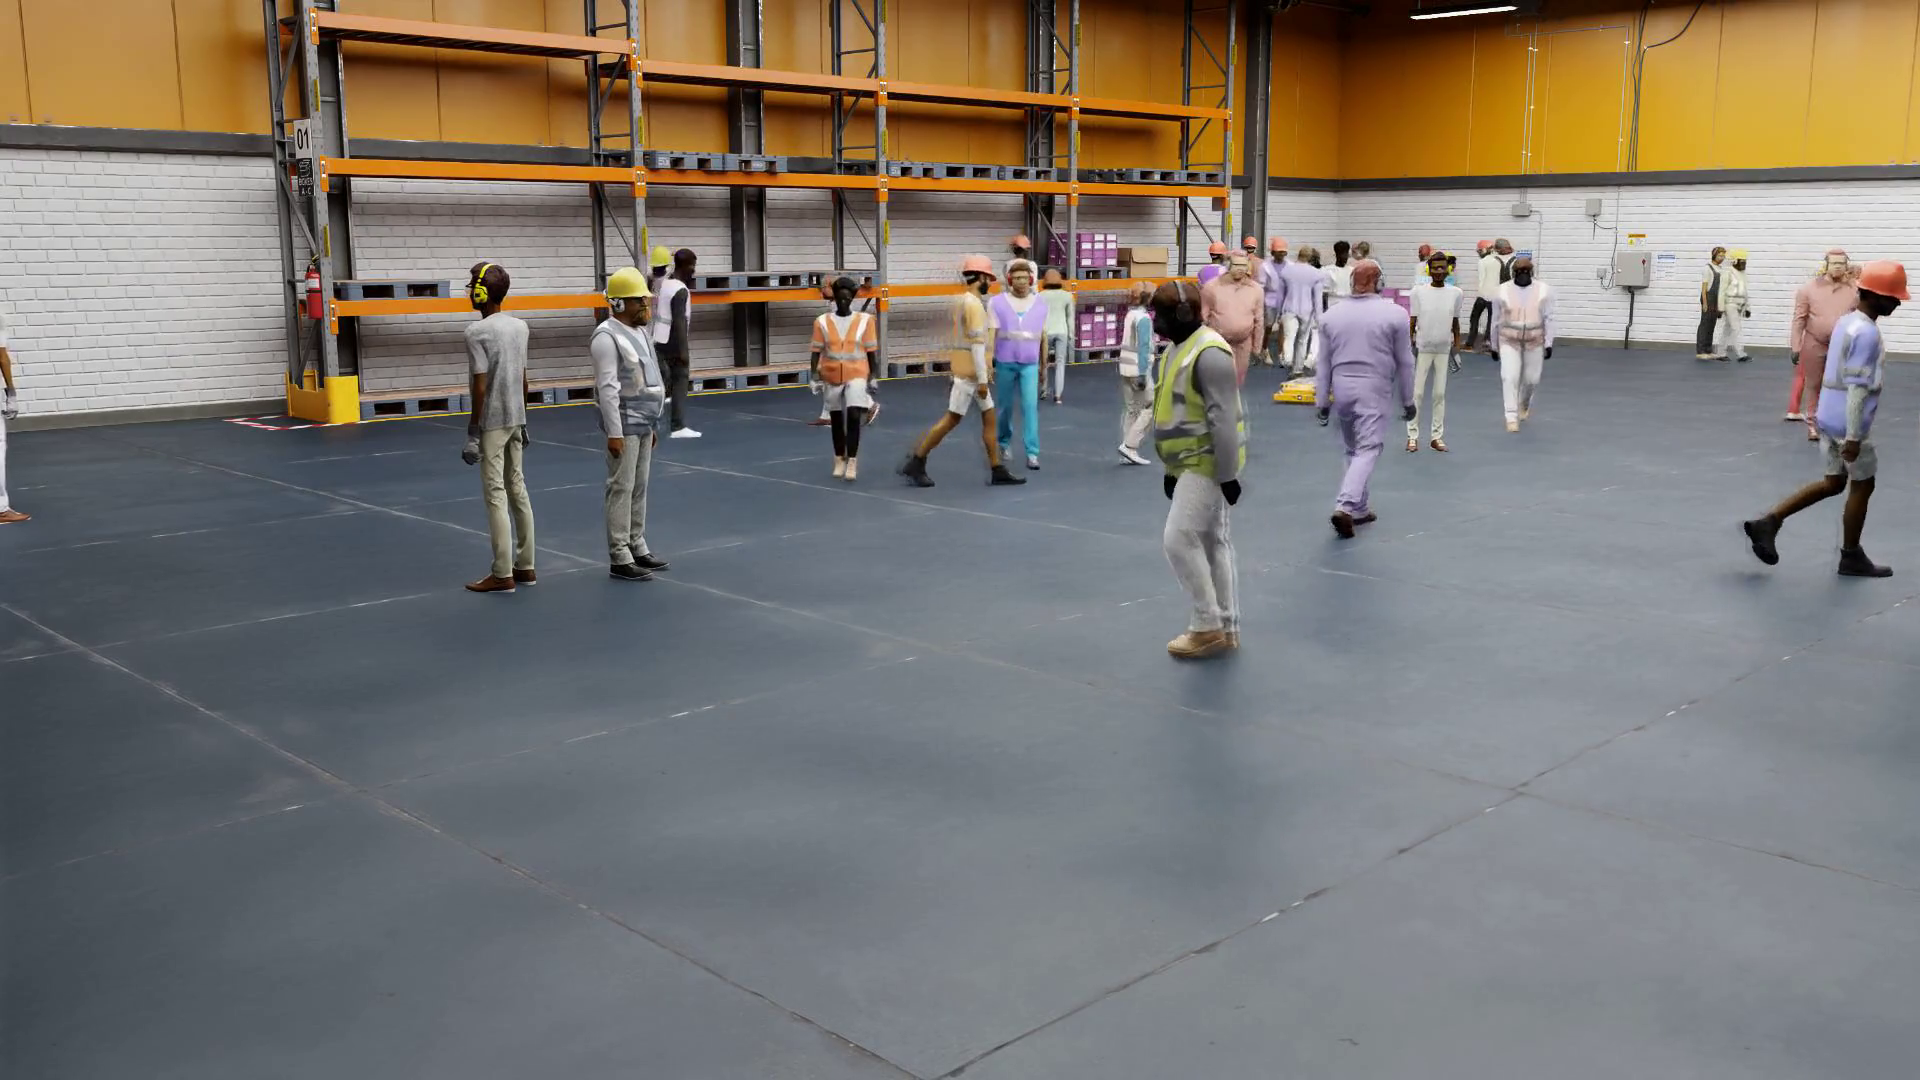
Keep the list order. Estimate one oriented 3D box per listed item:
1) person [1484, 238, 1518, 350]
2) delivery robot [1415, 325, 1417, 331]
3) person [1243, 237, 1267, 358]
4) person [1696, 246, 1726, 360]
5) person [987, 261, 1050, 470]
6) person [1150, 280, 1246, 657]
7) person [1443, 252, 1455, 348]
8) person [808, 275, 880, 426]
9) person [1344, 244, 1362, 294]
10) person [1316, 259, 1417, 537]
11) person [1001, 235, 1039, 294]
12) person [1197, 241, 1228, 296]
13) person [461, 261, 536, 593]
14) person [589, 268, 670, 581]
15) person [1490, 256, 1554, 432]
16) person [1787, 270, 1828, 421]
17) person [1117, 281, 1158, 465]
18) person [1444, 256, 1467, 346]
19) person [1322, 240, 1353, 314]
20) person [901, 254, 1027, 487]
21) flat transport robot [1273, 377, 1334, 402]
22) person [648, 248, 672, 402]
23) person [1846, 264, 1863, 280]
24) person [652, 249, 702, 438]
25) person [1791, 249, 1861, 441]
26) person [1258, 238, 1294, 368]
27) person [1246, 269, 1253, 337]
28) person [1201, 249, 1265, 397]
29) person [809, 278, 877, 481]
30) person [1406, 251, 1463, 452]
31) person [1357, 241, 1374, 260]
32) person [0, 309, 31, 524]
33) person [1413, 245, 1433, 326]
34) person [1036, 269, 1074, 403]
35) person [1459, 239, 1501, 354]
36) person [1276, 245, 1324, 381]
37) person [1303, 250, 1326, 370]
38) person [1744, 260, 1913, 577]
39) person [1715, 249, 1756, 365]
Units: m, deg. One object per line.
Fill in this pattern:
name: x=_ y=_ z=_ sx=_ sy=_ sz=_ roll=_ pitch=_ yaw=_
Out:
person: x=9.428 y=-4.273 z=28.843 sx=0.707 sy=2.000 sz=0.918 roll=3 pitch=11 yaw=18
delivery robot: x=7.765 y=-3.663 z=29.316 sx=0.707 sy=0.478 sz=0.477 roll=0 pitch=10 yaw=-2
person: x=4.766 y=-3.986 z=27.404 sx=0.612 sy=1.995 sz=0.382 roll=1 pitch=10 yaw=5
person: x=12.298 y=-3.870 z=27.196 sx=0.506 sy=1.840 sz=0.343 roll=-8 pitch=13 yaw=-36
person: x=0.500 y=-1.553 z=14.697 sx=0.575 sy=1.806 sz=0.949 roll=-1 pitch=10 yaw=-4
person: x=1.141 y=-0.341 z=8.047 sx=0.500 sy=1.811 sz=0.641 roll=-1 pitch=10 yaw=-4
person: x=8.702 y=-4.299 z=29.874 sx=0.529 sy=1.720 sz=0.902 roll=-6 pitch=12 yaw=-30
person: x=-1.229 y=-1.989 z=17.567 sx=0.728 sy=1.603 sz=0.544 roll=0 pitch=10 yaw=1
person: x=7.362 y=-4.602 z=31.117 sx=0.464 sy=1.867 sz=0.687 roll=-1 pitch=10 yaw=-4
person: x=2.723 y=-0.971 z=11.317 sx=0.643 sy=1.871 sz=0.928 roll=9 pitch=14 yaw=40
person: x=0.837 y=-3.314 z=23.650 sx=0.636 sy=2.025 sz=0.558 roll=9 pitch=14 yaw=41
person: x=3.606 y=-3.230 z=23.437 sx=0.543 sy=1.939 sz=0.359 roll=9 pitch=13 yaw=39
person: x=-2.641 y=-0.634 z=9.457 sx=0.328 sy=1.876 sz=0.514 roll=4 pitch=11 yaw=21
person: x=-1.942 y=-0.685 z=9.849 sx=0.403 sy=1.833 sz=0.586 roll=2 pitch=11 yaw=10
person: x=5.835 y=-2.046 z=17.327 sx=0.625 sy=1.816 sz=0.715 roll=2 pitch=11 yaw=11
person: x=9.431 y=-2.136 z=18.013 sx=0.816 sy=1.729 sz=0.548 roll=1 pitch=10 yaw=3
person: x=1.573 y=-1.447 z=14.555 sx=0.357 sy=1.624 sz=0.534 roll=-2 pitch=11 yaw=-10
person: x=8.638 y=-4.189 z=29.402 sx=0.820 sy=1.654 sz=0.551 roll=-4 pitch=11 yaw=-23
person: x=5.356 y=-3.254 z=23.529 sx=0.613 sy=1.947 sz=0.421 roll=-5 pitch=11 yaw=-24
person: x=0.002 y=-1.354 z=13.394 sx=1.005 sy=1.881 sz=0.556 roll=-1 pitch=10 yaw=-3
flat transport robot: x=4.393 y=-1.857 z=20.494 sx=0.652 sy=0.197 sz=1.431 roll=5 pitch=12 yaw=27
person: x=-3.583 y=-2.582 z=20.090 sx=0.453 sy=1.873 sz=0.672 roll=-6 pitch=12 yaw=-28
person: x=12.342 y=-2.983 z=22.933 sx=0.529 sy=1.618 sz=0.403 roll=-7 pitch=12 yaw=-32
person: x=-2.888 y=-1.942 z=16.540 sx=0.581 sy=1.889 sz=0.645 roll=-4 pitch=11 yaw=-21
person: x=8.423 y=-1.860 z=16.122 sx=0.673 sy=1.873 sz=0.876 roll=5 pitch=11 yaw=24
person: x=4.882 y=-3.660 z=25.701 sx=0.634 sy=1.984 sz=1.108 roll=0 pitch=10 yaw=-2
person: x=3.625 y=-2.803 z=21.781 sx=0.512 sy=1.687 sz=0.914 roll=2 pitch=11 yaw=10
person: x=2.659 y=-1.890 z=16.275 sx=0.667 sy=1.884 sz=0.414 roll=-1 pitch=10 yaw=-6
person: x=-0.975 y=-1.311 z=13.679 sx=0.555 sy=1.666 sz=0.703 roll=1 pitch=10 yaw=5
person: x=4.446 y=-1.754 z=15.582 sx=0.520 sy=1.871 sz=0.335 roll=0 pitch=10 yaw=2
person: x=7.483 y=-4.534 z=30.627 sx=0.459 sy=1.912 sz=0.652 roll=4 pitch=11 yaw=22
person: x=-6.882 y=-1.034 z=11.707 sx=0.513 sy=1.858 sz=0.370 roll=2 pitch=11 yaw=13
person: x=8.161 y=-4.290 z=29.462 sx=0.580 sy=1.847 sz=0.924 roll=-9 pitch=14 yaw=-40
person: x=1.131 y=-2.480 z=20.238 sx=0.519 sy=1.617 sz=0.534 roll=-1 pitch=10 yaw=-5
person: x=8.949 y=-4.160 z=28.480 sx=0.629 sy=1.942 sz=0.895 roll=-6 pitch=12 yaw=-31
person: x=4.706 y=-3.146 z=23.120 sx=0.663 sy=1.891 sz=0.914 roll=3 pitch=11 yaw=18
person: x=5.292 y=-3.459 z=25.068 sx=0.634 sy=1.793 sz=0.948 roll=10 pitch=14 yaw=43
person: x=5.149 y=-0.702 z=9.823 sx=0.773 sy=1.891 sz=0.561 roll=2 pitch=11 yaw=13
person: x=12.261 y=-3.649 z=26.078 sx=0.615 sy=1.801 sz=0.821 roll=-7 pitch=13 yaw=-35
